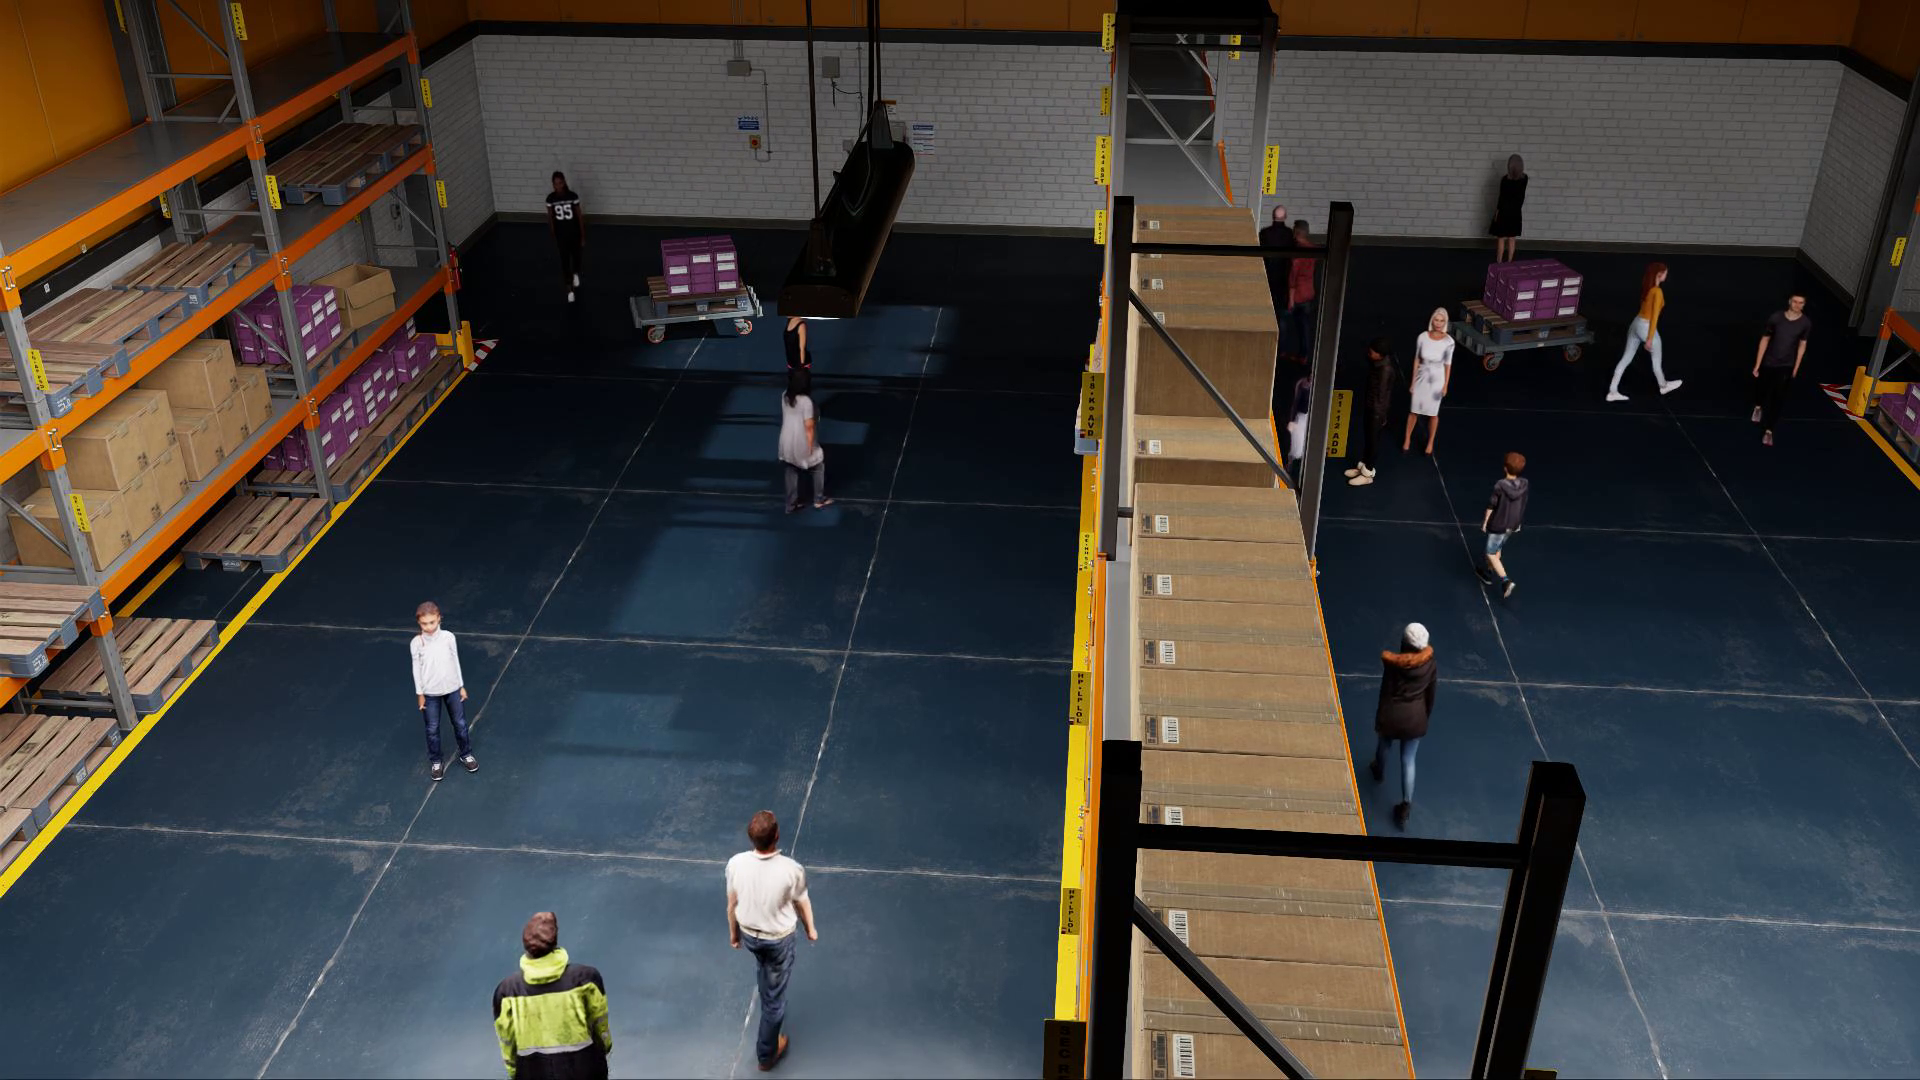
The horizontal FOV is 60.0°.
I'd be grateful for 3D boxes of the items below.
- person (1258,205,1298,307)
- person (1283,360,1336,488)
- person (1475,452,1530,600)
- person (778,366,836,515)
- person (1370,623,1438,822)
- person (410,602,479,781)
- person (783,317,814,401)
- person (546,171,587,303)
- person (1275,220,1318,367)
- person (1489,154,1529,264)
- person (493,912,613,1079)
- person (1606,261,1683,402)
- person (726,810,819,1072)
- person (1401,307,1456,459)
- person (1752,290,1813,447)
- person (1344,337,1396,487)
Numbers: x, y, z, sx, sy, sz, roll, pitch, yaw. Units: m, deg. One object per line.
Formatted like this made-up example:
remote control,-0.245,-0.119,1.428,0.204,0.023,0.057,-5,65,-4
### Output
person,3.995,-3.310,21.095,0.702,1.825,0.622,4,29,7
person,3.660,-1.230,17.533,0.743,1.585,0.866,-2,29,-5
person,5.136,-0.132,15.681,0.748,1.431,0.957,-8,30,-14
person,-1.700,-0.995,17.097,0.830,1.590,0.905,19,34,31
person,3.406,1.396,12.706,0.723,1.598,1.068,-1,29,-2
person,-4.109,1.166,13.169,0.619,1.558,0.646,-13,31,-22
person,-1.841,-2.065,19.101,0.682,1.549,0.600,-16,32,-27
person,-5.387,-4.213,22.886,0.892,1.696,1.233,-7,29,-12
person,4.273,-3.022,20.586,0.941,1.808,0.880,26,38,38
person,7.758,-4.596,23.534,0.681,1.747,0.684,-8,30,-14
person,-2.266,2.994,9.402,0.839,1.956,0.808,-4,29,-7
person,7.949,-2.410,19.577,0.912,1.698,1.173,-5,29,-10
person,-1.234,2.542,10.357,0.783,1.835,0.916,11,30,19
person,5.161,-1.744,18.308,0.624,1.745,0.610,12,31,20
person,9.236,-2.005,18.807,0.933,1.726,1.246,14,32,24
person,4.447,-1.387,17.742,0.662,1.660,0.589,15,32,26
